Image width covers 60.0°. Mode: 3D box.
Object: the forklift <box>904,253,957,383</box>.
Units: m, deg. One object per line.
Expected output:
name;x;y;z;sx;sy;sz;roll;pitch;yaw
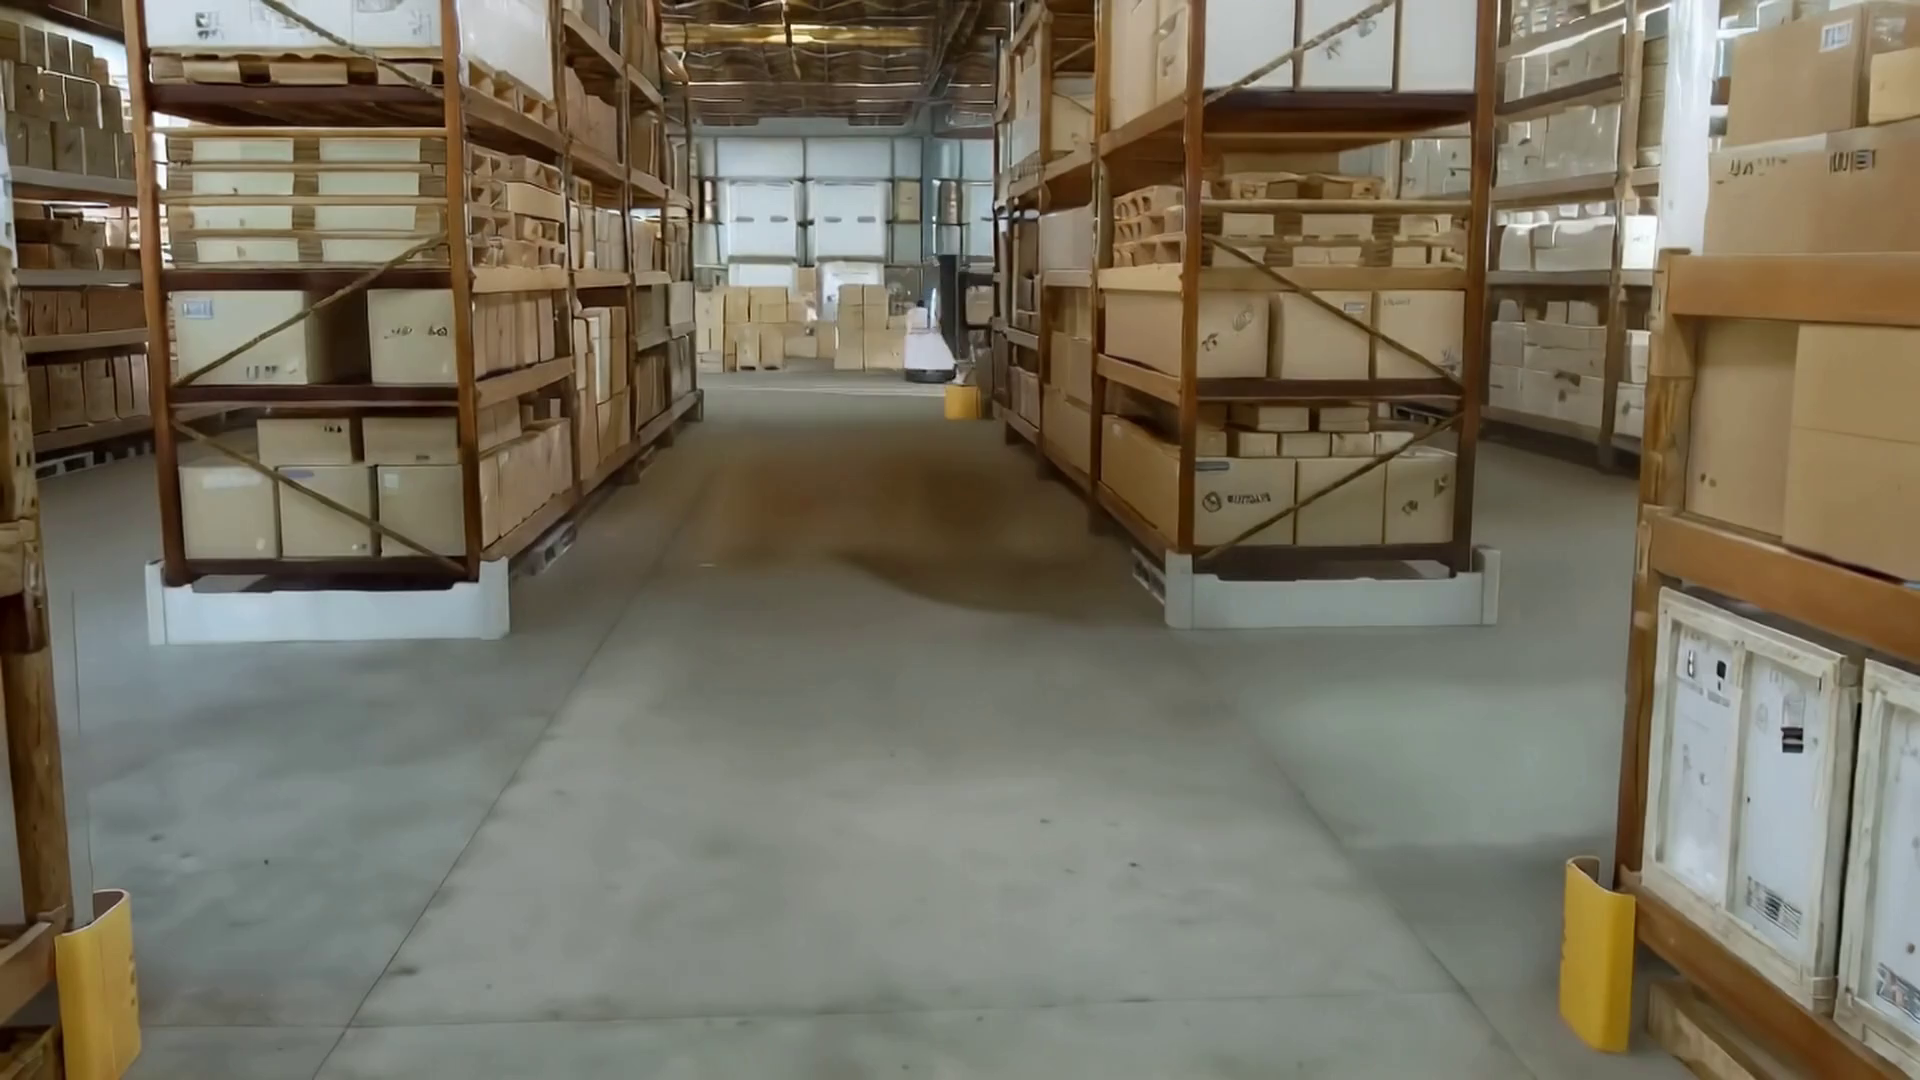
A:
forklift;-0.284;-4.866;36.387;1.873;2.768;1.129;-1;9;-4

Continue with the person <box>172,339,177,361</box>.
person;-12.992;-2.906;28.037;0.520;1.617;0.518;7;11;37

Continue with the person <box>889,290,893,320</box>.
person;-2.411;-7.288;54.541;0.352;1.937;0.635;8;12;40

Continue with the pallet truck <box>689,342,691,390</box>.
pallet truck;-5.225;-3.008;27.480;1.885;1.965;0.823;2;9;14

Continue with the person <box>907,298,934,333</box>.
person;-0.905;-4.591;37.908;0.624;1.844;0.430;-2;9;-9

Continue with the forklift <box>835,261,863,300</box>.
forklift;-3.730;-8.019;56.182;1.129;2.768;1.873;-1;9;-4

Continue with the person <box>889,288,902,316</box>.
person;-2.308;-7.826;57.968;0.638;1.926;0.367;4;10;23

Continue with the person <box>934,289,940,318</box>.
person;-0.646;-8.307;60.975;0.595;1.925;0.371;-1;9;-6

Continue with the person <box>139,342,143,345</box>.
person;-23.259;-6.117;47.405;0.535;1.869;0.314;1;9;6

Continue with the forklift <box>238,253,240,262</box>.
forklift;-16.059;-4.854;36.311;1.129;2.768;1.873;-1;9;-4
